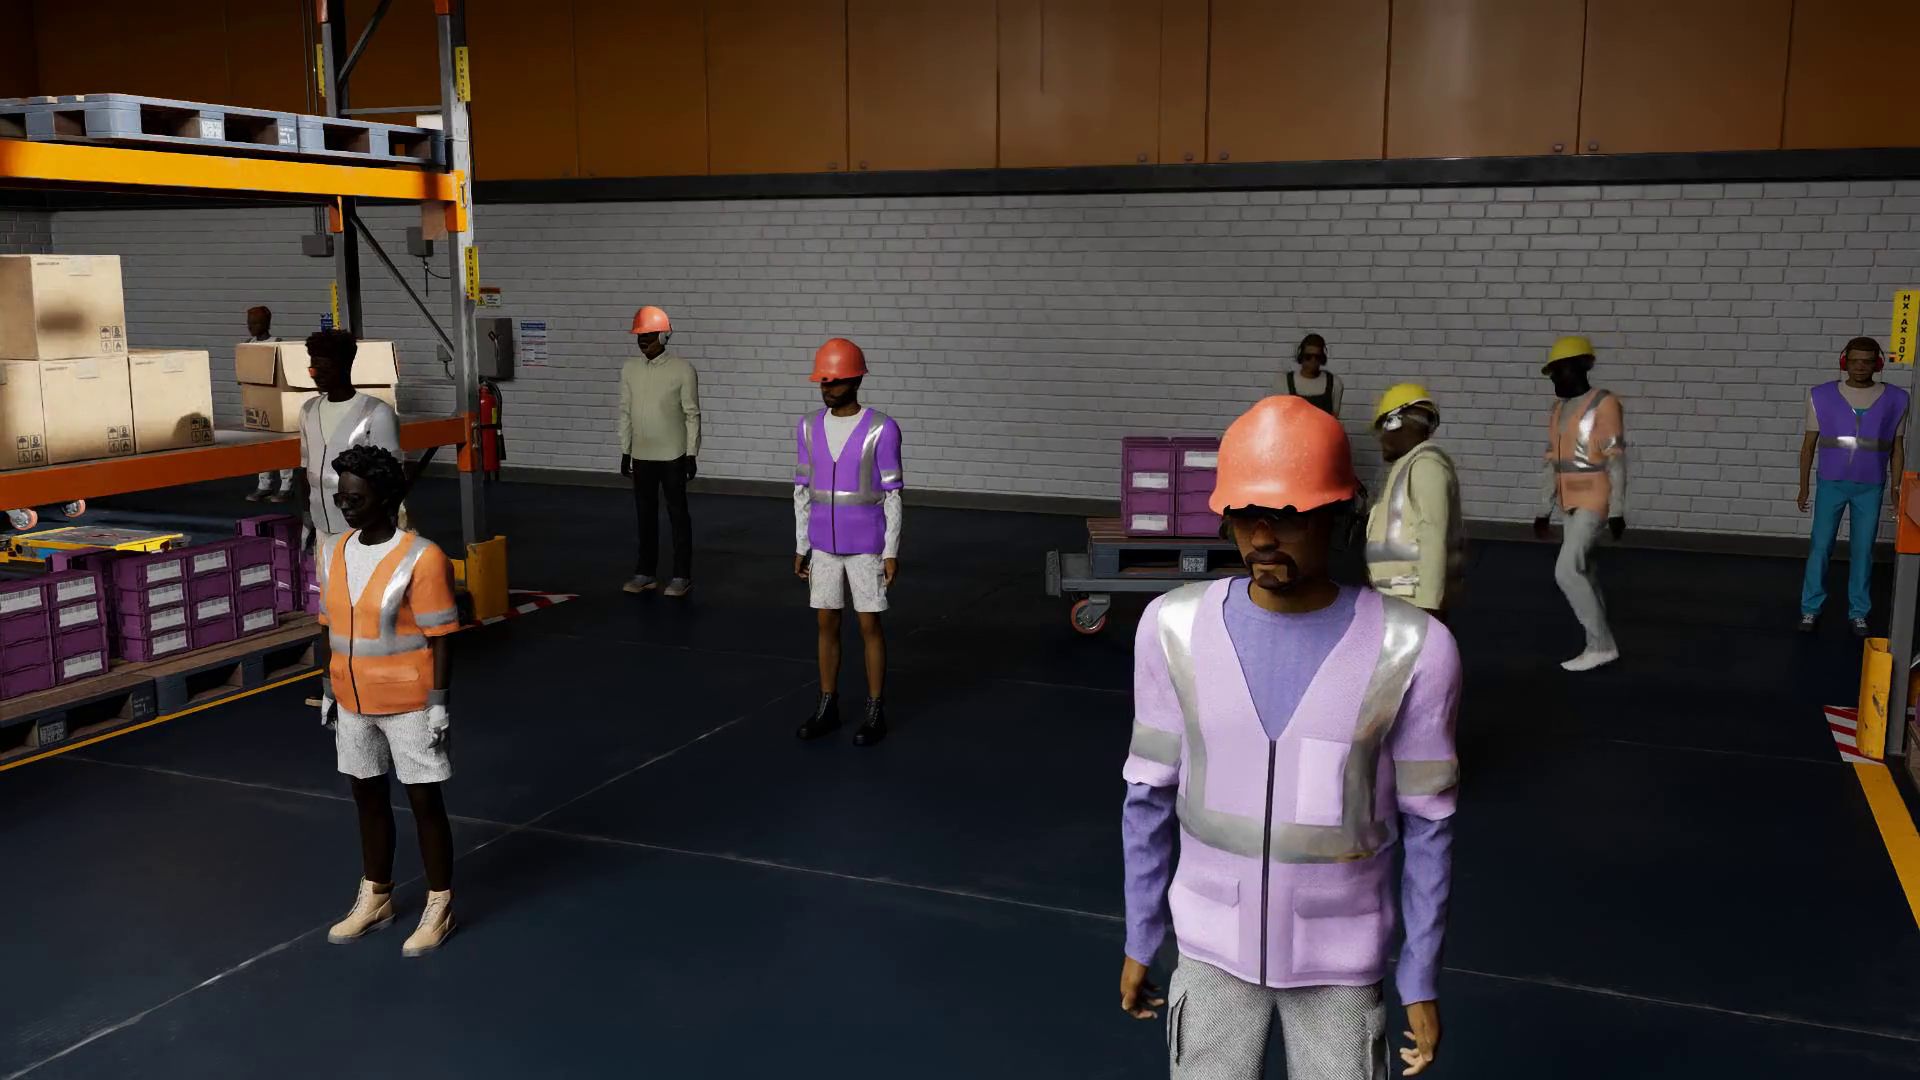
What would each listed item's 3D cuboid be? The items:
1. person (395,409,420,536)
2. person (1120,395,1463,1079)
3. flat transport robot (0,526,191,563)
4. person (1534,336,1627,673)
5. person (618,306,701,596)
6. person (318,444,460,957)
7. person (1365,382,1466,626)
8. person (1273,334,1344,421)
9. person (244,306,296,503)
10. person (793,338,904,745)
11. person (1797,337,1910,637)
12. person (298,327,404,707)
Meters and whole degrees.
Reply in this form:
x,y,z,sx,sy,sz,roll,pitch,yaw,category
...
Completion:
x,y,z,sx,sy,sz,roll,pitch,yaw,category
-4.635,-0.746,13.496,0.450,1.597,0.576,-1,9,-8,person
0.586,0.752,3.080,0.614,2.041,0.393,4,10,22,person
-6.591,0.058,12.639,1.431,0.197,0.652,4,10,22,flat transport robot
3.486,-0.188,9.295,0.442,1.872,0.693,-1,9,-5,person
-2.085,-0.606,11.453,0.622,1.992,0.397,4,10,22,person
-1.891,0.528,5.483,0.540,1.695,0.317,4,10,22,person
1.904,0.240,7.003,0.406,1.780,0.653,1,9,4,person
2.519,-0.610,12.174,0.537,1.788,0.820,1,9,6,person
-6.642,-1.295,15.960,0.584,1.882,0.337,4,10,22,person
-0.547,0.015,7.868,0.551,1.932,0.376,4,10,22,person
5.472,-0.328,10.227,0.570,1.840,0.375,4,10,22,person
-3.115,-0.099,8.471,0.613,1.962,0.364,4,10,22,person
